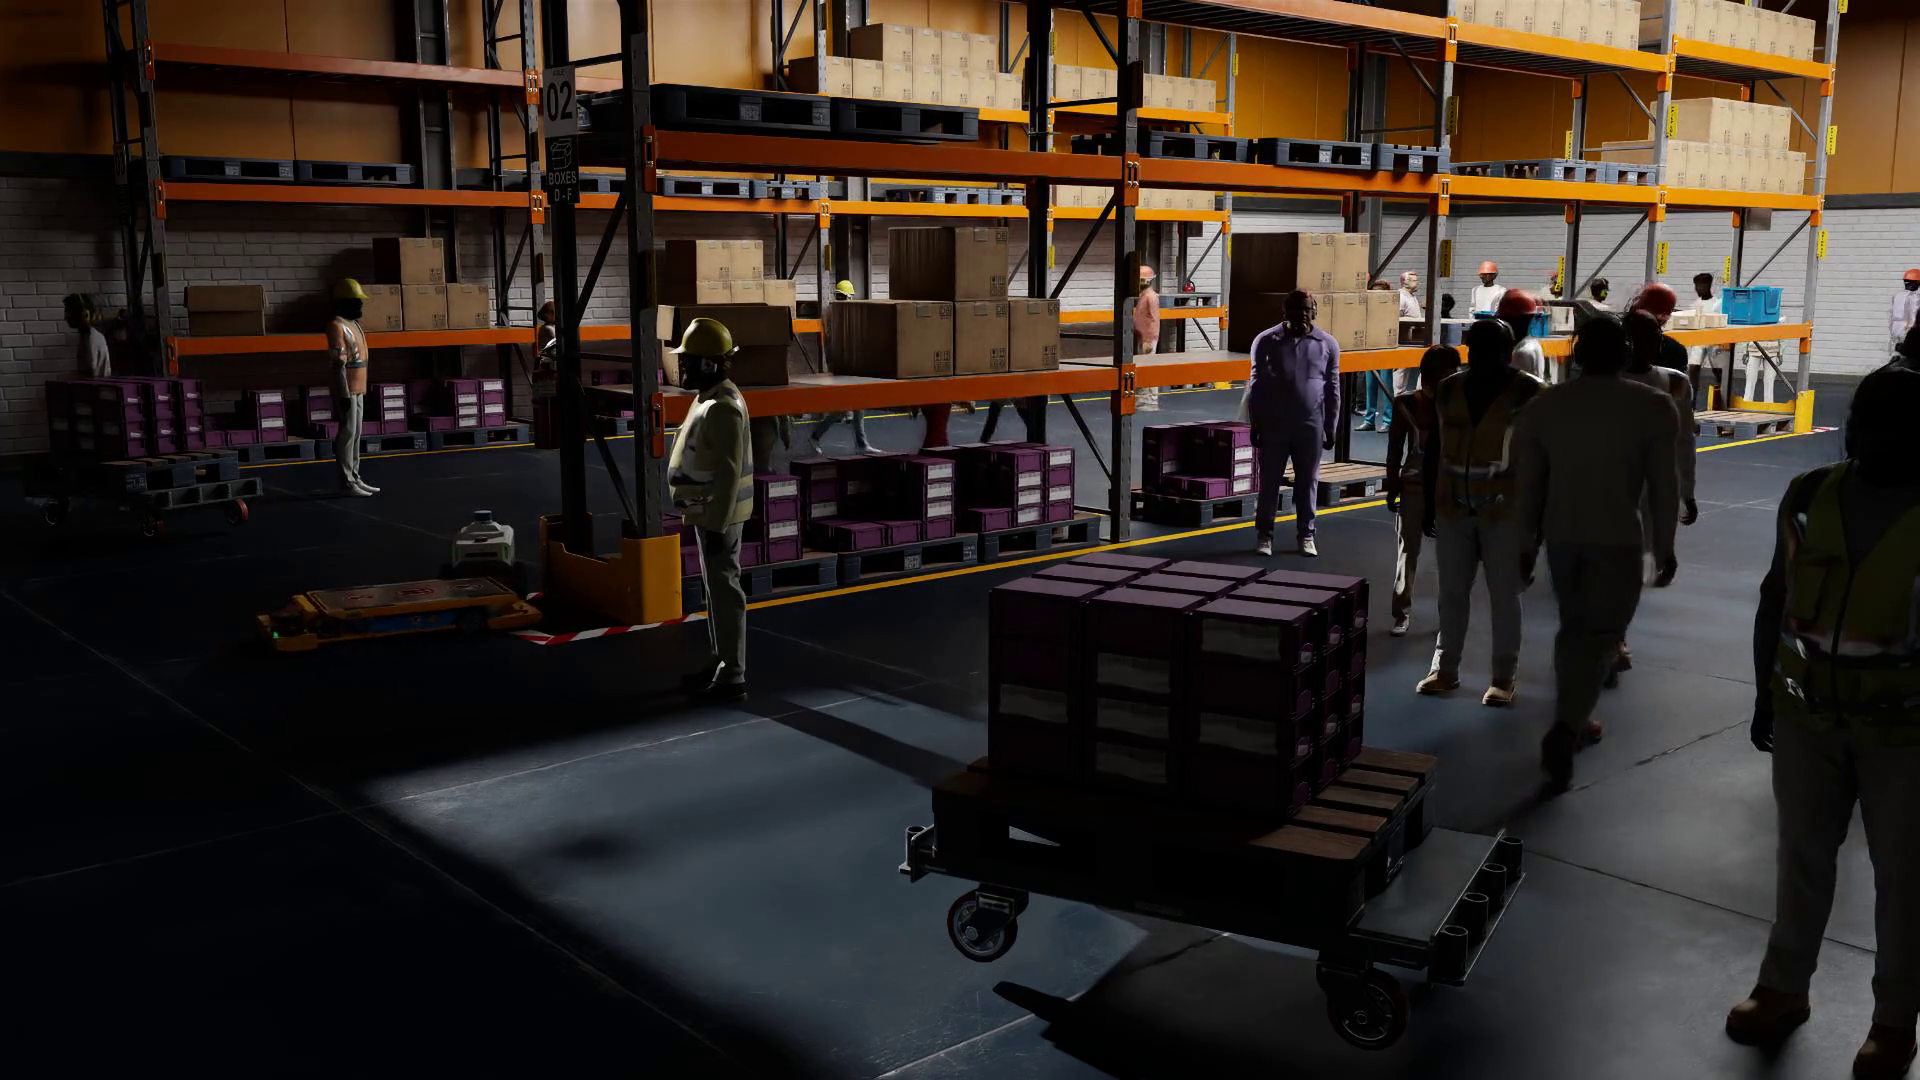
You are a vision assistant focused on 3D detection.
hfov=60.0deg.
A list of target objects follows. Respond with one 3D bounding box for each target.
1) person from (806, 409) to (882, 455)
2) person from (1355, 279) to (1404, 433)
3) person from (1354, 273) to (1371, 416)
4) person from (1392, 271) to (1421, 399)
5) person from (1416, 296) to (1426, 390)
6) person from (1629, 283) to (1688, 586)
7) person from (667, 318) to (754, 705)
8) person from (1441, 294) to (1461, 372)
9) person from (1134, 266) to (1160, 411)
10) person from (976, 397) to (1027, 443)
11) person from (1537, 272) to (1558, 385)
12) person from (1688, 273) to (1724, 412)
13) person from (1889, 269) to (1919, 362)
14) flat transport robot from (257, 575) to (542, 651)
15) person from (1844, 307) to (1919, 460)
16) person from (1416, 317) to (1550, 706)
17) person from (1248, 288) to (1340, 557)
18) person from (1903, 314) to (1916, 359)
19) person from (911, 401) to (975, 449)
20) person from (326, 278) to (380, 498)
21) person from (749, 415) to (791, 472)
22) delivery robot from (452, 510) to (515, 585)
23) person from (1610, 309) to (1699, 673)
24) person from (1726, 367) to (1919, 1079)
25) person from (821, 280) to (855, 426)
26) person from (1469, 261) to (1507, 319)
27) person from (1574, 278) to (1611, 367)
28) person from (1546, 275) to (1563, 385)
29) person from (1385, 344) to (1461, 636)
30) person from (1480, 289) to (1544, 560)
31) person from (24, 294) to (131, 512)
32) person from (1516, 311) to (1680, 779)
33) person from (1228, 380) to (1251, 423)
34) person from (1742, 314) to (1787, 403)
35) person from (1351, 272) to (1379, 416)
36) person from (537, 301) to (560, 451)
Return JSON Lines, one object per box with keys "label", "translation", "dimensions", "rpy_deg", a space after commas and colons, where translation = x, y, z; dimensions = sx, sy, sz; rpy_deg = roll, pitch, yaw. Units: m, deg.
{"label": "person", "translation": [-1.245, -1.696, 17.715], "dimensions": [0.747, 1.607, 0.500], "rpy_deg": [1, 10, 4]}
{"label": "person", "translation": [5.078, -2.211, 20.061], "dimensions": [0.375, 1.841, 0.574], "rpy_deg": [-8, 12, -39]}
{"label": "person", "translation": [5.345, -2.628, 22.233], "dimensions": [0.359, 1.936, 0.544], "rpy_deg": [-7, 12, -35]}
{"label": "person", "translation": [6.233, -2.781, 23.199], "dimensions": [0.407, 1.913, 0.641], "rpy_deg": [5, 11, 29]}
{"label": "person", "translation": [6.344, -2.518, 22.473], "dimensions": [0.285, 1.633, 0.500], "rpy_deg": [0, 10, -2]}
{"label": "person", "translation": [4.388, -0.674, 10.766], "dimensions": [0.478, 1.956, 0.675], "rpy_deg": [-6, 11, -31]}
{"label": "person", "translation": [-1.186, -0.135, 7.935], "dimensions": [0.403, 1.835, 0.588], "rpy_deg": [-2, 10, -12]}
{"label": "person", "translation": [5.714, -2.068, 19.681], "dimensions": [0.538, 1.693, 0.319], "rpy_deg": [8, 13, 40]}
{"label": "person", "translation": [2.548, -2.775, 22.928], "dimensions": [0.401, 1.990, 0.622], "rpy_deg": [-1, 10, -8]}
{"label": "person", "translation": [0.473, -1.639, 17.267], "dimensions": [0.903, 1.636, 0.539], "rpy_deg": [-3, 10, -18]}
{"label": "person", "translation": [9.855, -3.541, 27.639], "dimensions": [0.646, 1.913, 0.986], "rpy_deg": [-1, 10, -8]}
{"label": "person", "translation": [10.234, -2.684, 22.702], "dimensions": [1.000, 1.917, 0.611], "rpy_deg": [-7, 12, -36]}
{"label": "person", "translation": [14.088, -3.059, 24.759], "dimensions": [0.377, 1.932, 0.552], "rpy_deg": [-2, 10, -9]}
{"label": "flat transport robot", "translation": [-3.162, 0.396, 9.398], "dimensions": [1.431, 0.197, 0.652], "rpy_deg": [-5, 11, -29]}
{"label": "person", "translation": [4.090, -0.101, 7.130], "dimensions": [0.873, 2.000, 0.694], "rpy_deg": [1, 10, 8]}
{"label": "person", "translation": [2.486, -0.135, 7.918], "dimensions": [0.634, 1.839, 0.429], "rpy_deg": [8, 13, 39]}
{"label": "person", "translation": [2.368, -0.824, 11.796], "dimensions": [0.646, 1.902, 0.400], "rpy_deg": [1, 10, 5]}
{"label": "person", "translation": [9.245, -1.498, 15.890], "dimensions": [0.429, 1.843, 0.633], "rpy_deg": [2, 10, 11]}
{"label": "person", "translation": [-0.172, -1.200, 14.521], "dimensions": [0.895, 1.720, 0.524], "rpy_deg": [-8, 13, -39]}
{"label": "person", "translation": [-5.382, -1.342, 14.724], "dimensions": [0.369, 1.928, 0.585], "rpy_deg": [-1, 10, -5]}
{"label": "person", "translation": [-1.460, -0.836, 12.436], "dimensions": [0.500, 1.708, 0.842], "rpy_deg": [8, 13, 40]}
{"label": "delivery robot", "translation": [-2.931, 0.061, 10.251], "dimensions": [0.477, 0.478, 0.707], "rpy_deg": [-2, 10, -13]}
{"label": "person", "translation": [3.454, -0.233, 8.481], "dimensions": [0.579, 1.848, 0.917], "rpy_deg": [1, 10, 5]}
{"label": "person", "translation": [2.380, 0.468, 4.377], "dimensions": [0.429, 1.846, 0.625], "rpy_deg": [-8, 12, -38]}
{"label": "person", "translation": [-1.465, -2.342, 20.899], "dimensions": [0.584, 1.824, 0.403], "rpy_deg": [6, 11, 31]}
{"label": "person", "translation": [7.969, -3.192, 25.218], "dimensions": [0.380, 2.045, 0.605], "rpy_deg": [-9, 13, -42]}
{"label": "person", "translation": [7.886, -2.309, 20.594], "dimensions": [0.379, 1.855, 0.520], "rpy_deg": [-3, 10, -19]}
{"label": "person", "translation": [8.096, -2.662, 22.624], "dimensions": [0.328, 1.873, 0.513], "rpy_deg": [6, 12, 33]}
{"label": "person", "translation": [2.640, -0.272, 9.286], "dimensions": [0.523, 1.645, 0.306], "rpy_deg": [2, 10, 10]}
{"label": "person", "translation": [3.920, -0.778, 11.489], "dimensions": [0.830, 1.911, 0.546], "rpy_deg": [4, 11, 24]}
{"label": "person", "translation": [-7.181, -1.106, 13.682], "dimensions": [1.003, 1.811, 0.536], "rpy_deg": [-5, 11, -26]}
{"label": "person", "translation": [2.578, 0.016, 6.862], "dimensions": [0.634, 1.910, 0.903], "rpy_deg": [8, 13, 41]}
{"label": "person", "translation": [3.143, -1.792, 18.307], "dimensions": [0.796, 1.607, 0.521], "rpy_deg": [-3, 10, -15]}
{"label": "person", "translation": [10.574, -2.426, 21.904], "dimensions": [0.514, 1.644, 0.307], "rpy_deg": [4, 11, 23]}
{"label": "person", "translation": [5.346, -2.618, 22.228], "dimensions": [0.398, 1.918, 0.588], "rpy_deg": [-4, 10, -22]}
{"label": "person", "translation": [-4.476, -1.795, 18.242], "dimensions": [0.294, 1.632, 0.502], "rpy_deg": [-5, 11, -28]}
